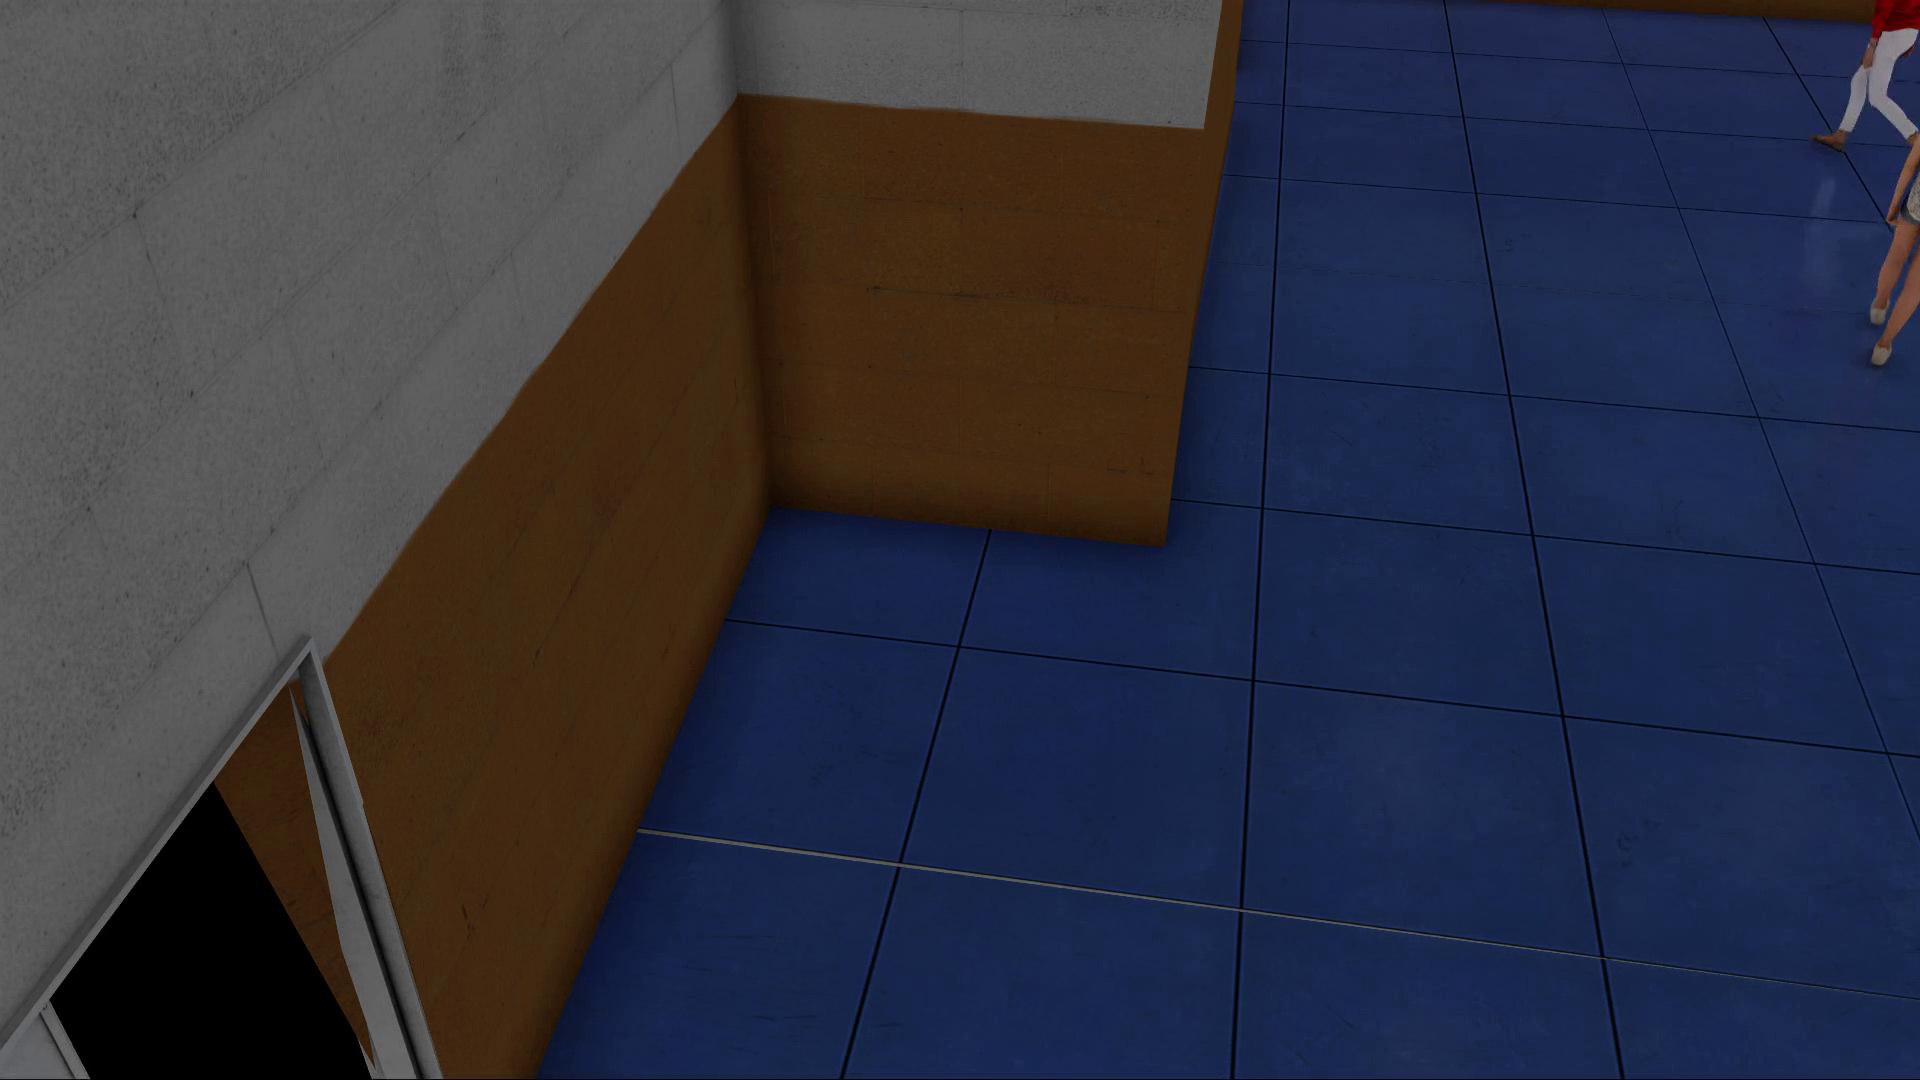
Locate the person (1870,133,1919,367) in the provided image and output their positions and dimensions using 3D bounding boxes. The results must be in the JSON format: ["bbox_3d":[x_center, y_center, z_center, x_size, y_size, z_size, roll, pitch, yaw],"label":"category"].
[{"bbox_3d":[5.337,-1.754,9.144,0.966,1.735,0.885,23,43,28],"label":"person"}]

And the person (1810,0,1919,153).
[{"bbox_3d":[6.404,-3.319,11.286,1.035,1.664,1.079,-22,42,-26],"label":"person"}]
